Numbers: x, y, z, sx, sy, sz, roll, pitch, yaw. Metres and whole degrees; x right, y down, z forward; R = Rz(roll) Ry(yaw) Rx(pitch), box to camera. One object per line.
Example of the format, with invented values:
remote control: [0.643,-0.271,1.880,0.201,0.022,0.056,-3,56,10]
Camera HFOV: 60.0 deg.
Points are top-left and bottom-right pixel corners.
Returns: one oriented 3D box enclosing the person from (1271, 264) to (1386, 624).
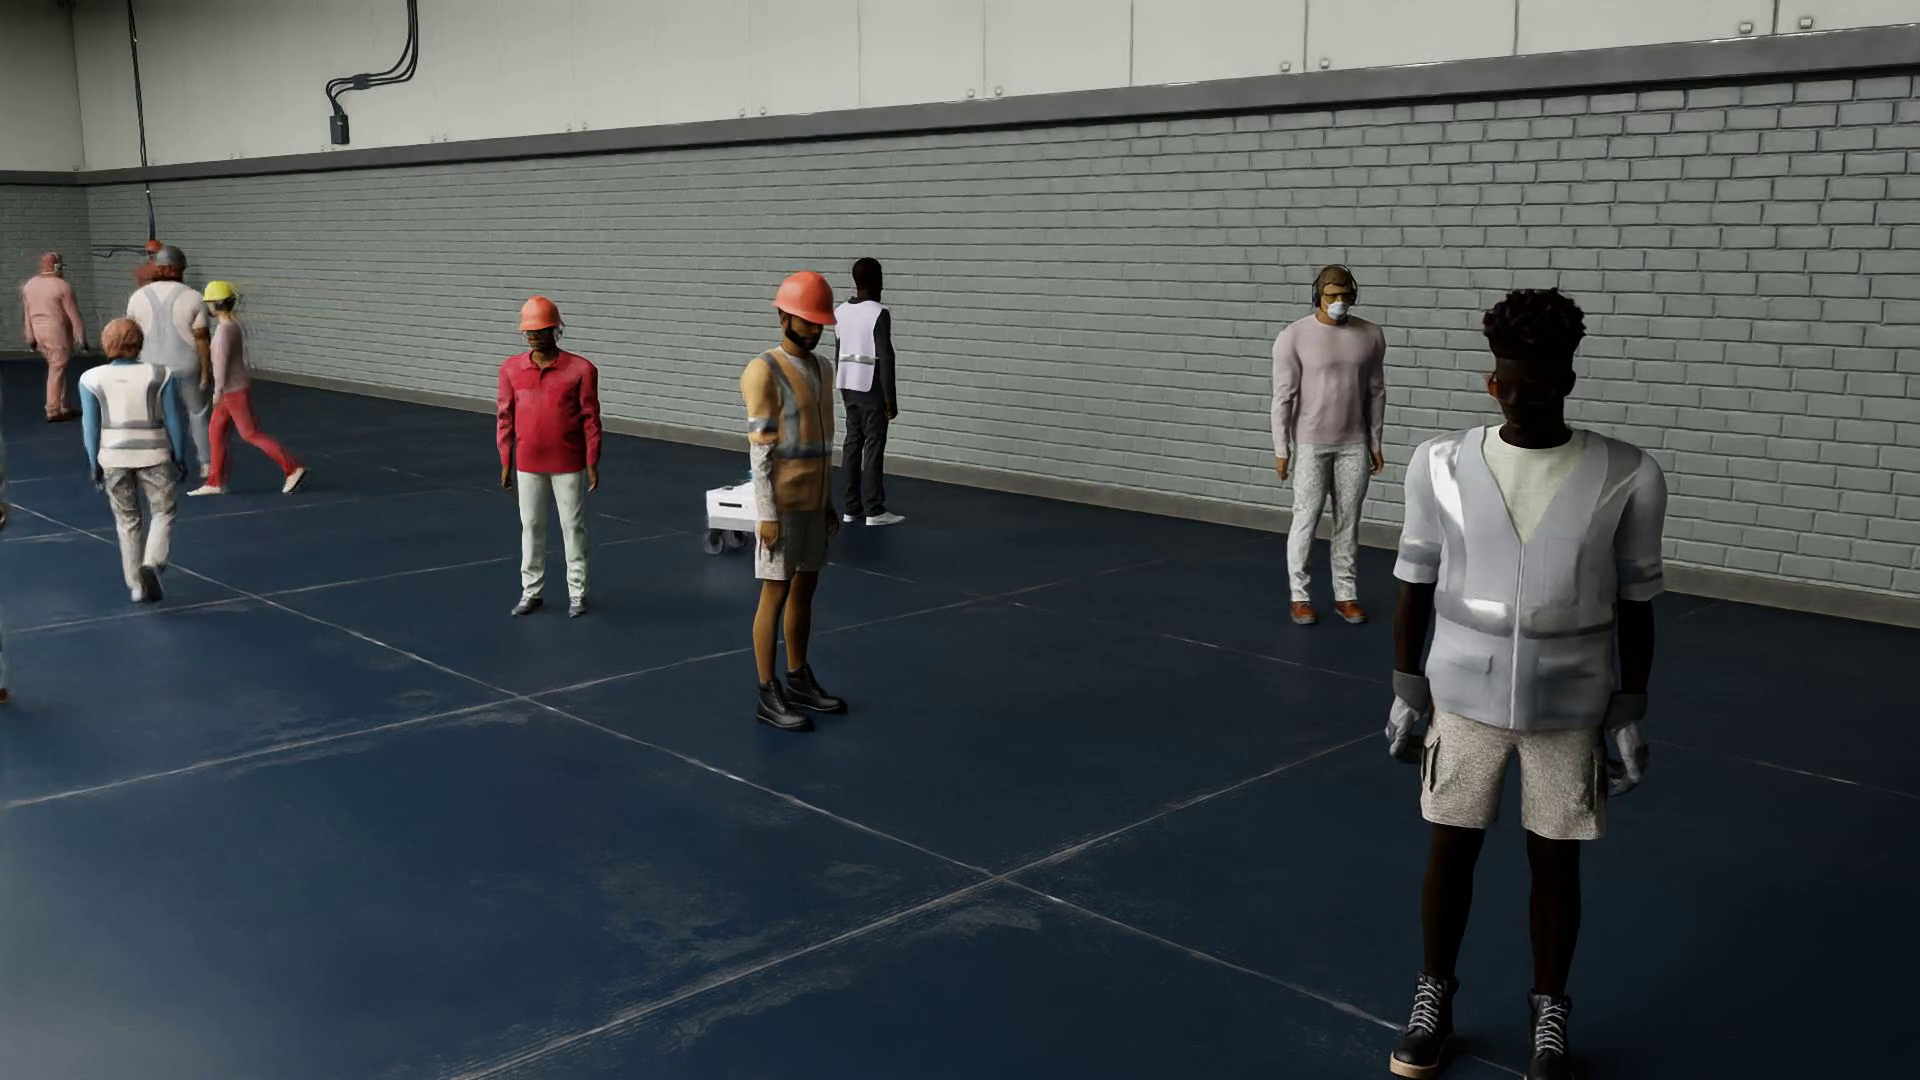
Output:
person: [1.969,-0.501,8.904,0.635,1.928,0.385,-2,11,-11]

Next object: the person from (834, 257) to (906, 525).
person: [-0.678,-1.063,11.973,0.392,1.920,0.593,-10,14,-42]

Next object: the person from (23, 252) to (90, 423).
person: [-10.074,-2.273,18.679,0.676,1.875,0.797,4,11,19]

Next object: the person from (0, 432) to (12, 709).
person: [-4.398,-0.171,7.136,0.386,1.913,0.662,4,11,22]

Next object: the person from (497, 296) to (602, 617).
person: [-2.238,-0.444,9.046,0.570,1.749,0.342,0,10,3]

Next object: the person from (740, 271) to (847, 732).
person: [-0.675,-0.166,7.064,0.385,1.927,0.545,6,12,29]

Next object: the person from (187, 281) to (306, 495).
person: [-5.754,-1.207,13.316,0.866,1.728,0.530,-4,11,-20]

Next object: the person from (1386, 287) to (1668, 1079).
person: [1.332,0.382,3.983,0.613,1.956,0.392,4,11,23]

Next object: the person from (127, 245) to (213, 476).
person: [-6.650,-1.506,14.055,0.687,2.000,0.907,0,10,-2]

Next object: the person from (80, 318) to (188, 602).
person: [-4.610,-0.422,9.295,0.518,1.624,0.538,-3,11,-16]
